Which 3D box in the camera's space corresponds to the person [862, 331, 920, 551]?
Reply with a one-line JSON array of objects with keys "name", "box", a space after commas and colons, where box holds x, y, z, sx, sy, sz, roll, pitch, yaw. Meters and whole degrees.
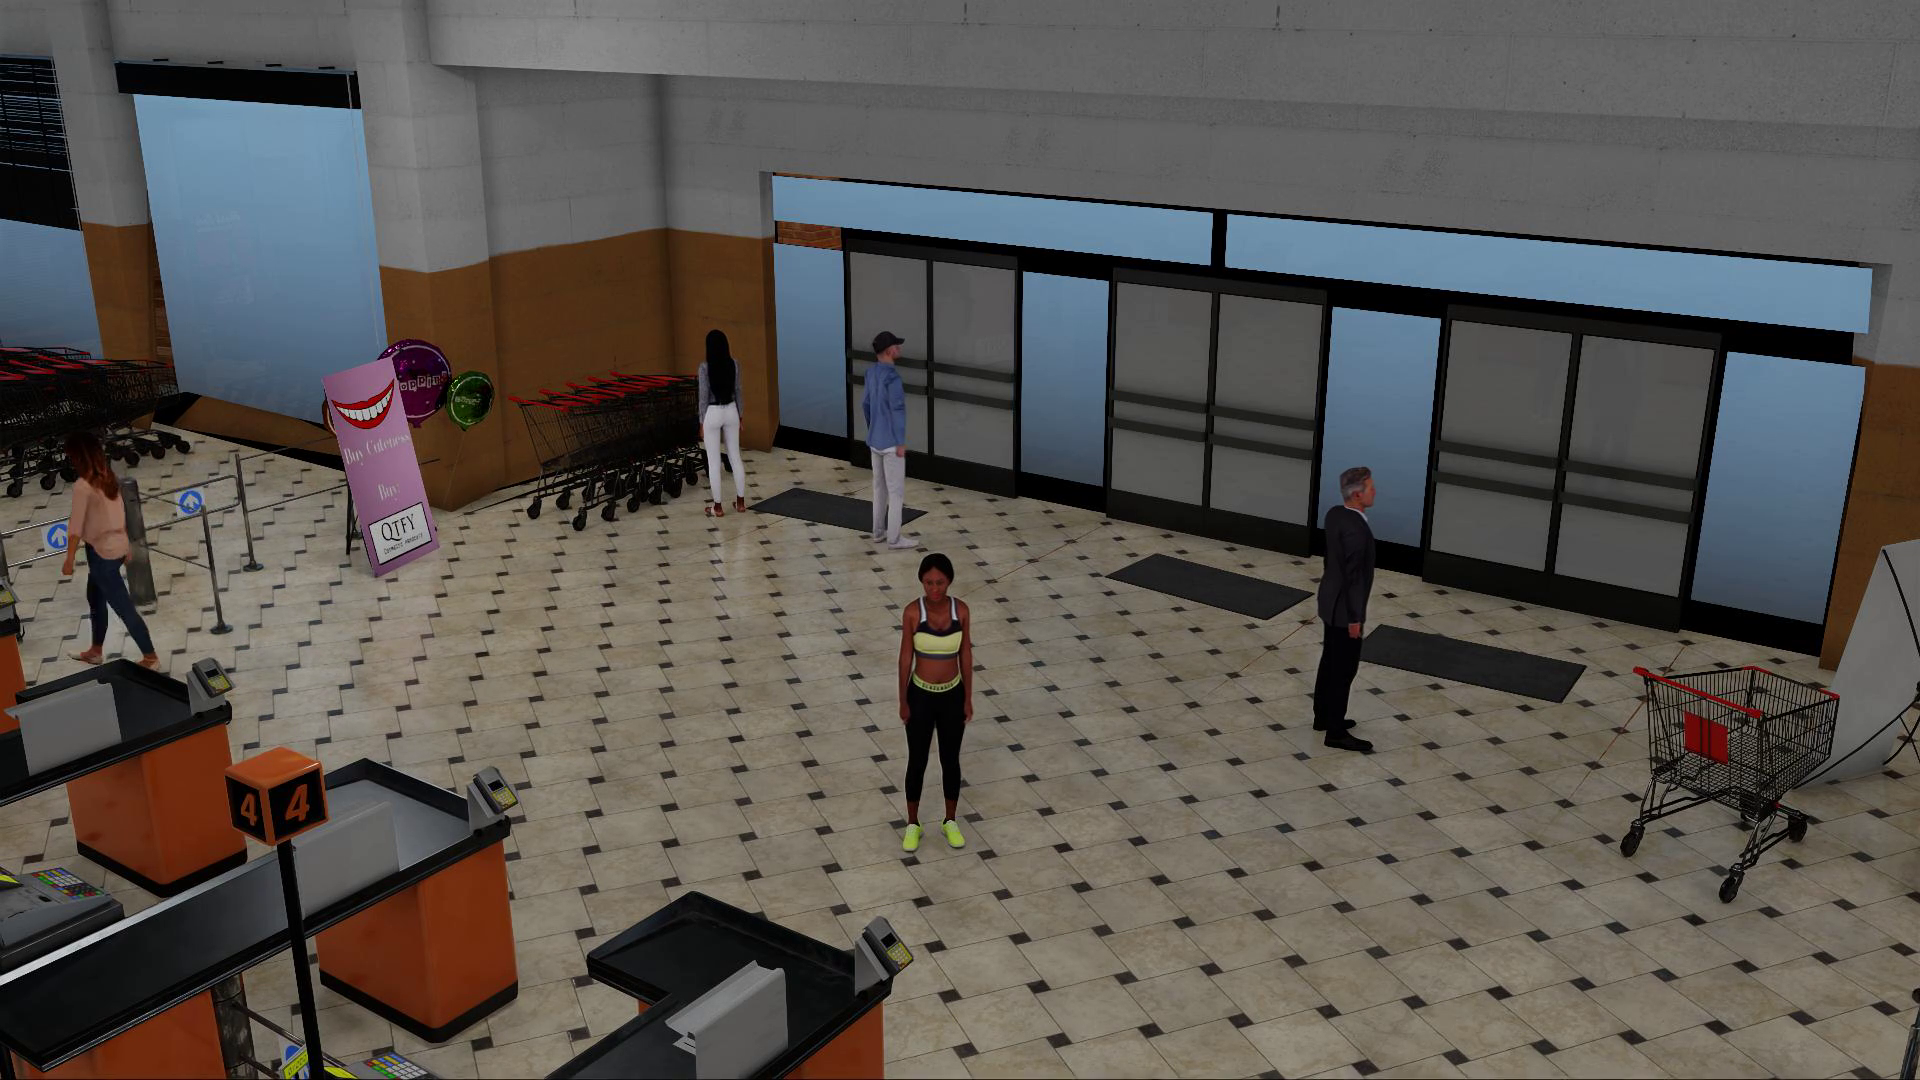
[{"name": "person", "box": [-0.623, -0.865, 14.307, 0.697, 1.888, 0.725, -12, 22, -32]}]

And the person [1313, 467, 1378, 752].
[{"name": "person", "box": [2.462, 0.409, 10.603, 0.861, 1.841, 0.765, -1, 19, -2]}]

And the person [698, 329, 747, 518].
[{"name": "person", "box": [-2.189, -1.079, 15.197, 0.569, 1.724, 0.722, -12, 22, -31]}]

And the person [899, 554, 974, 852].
[{"name": "person", "box": [-0.135, 0.896, 9.297, 0.640, 1.753, 0.694, -3, 19, -8]}]

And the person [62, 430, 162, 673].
[{"name": "person", "box": [-5.854, 0.122, 11.578, 0.979, 1.762, 0.980, 0, 19, -1]}]
